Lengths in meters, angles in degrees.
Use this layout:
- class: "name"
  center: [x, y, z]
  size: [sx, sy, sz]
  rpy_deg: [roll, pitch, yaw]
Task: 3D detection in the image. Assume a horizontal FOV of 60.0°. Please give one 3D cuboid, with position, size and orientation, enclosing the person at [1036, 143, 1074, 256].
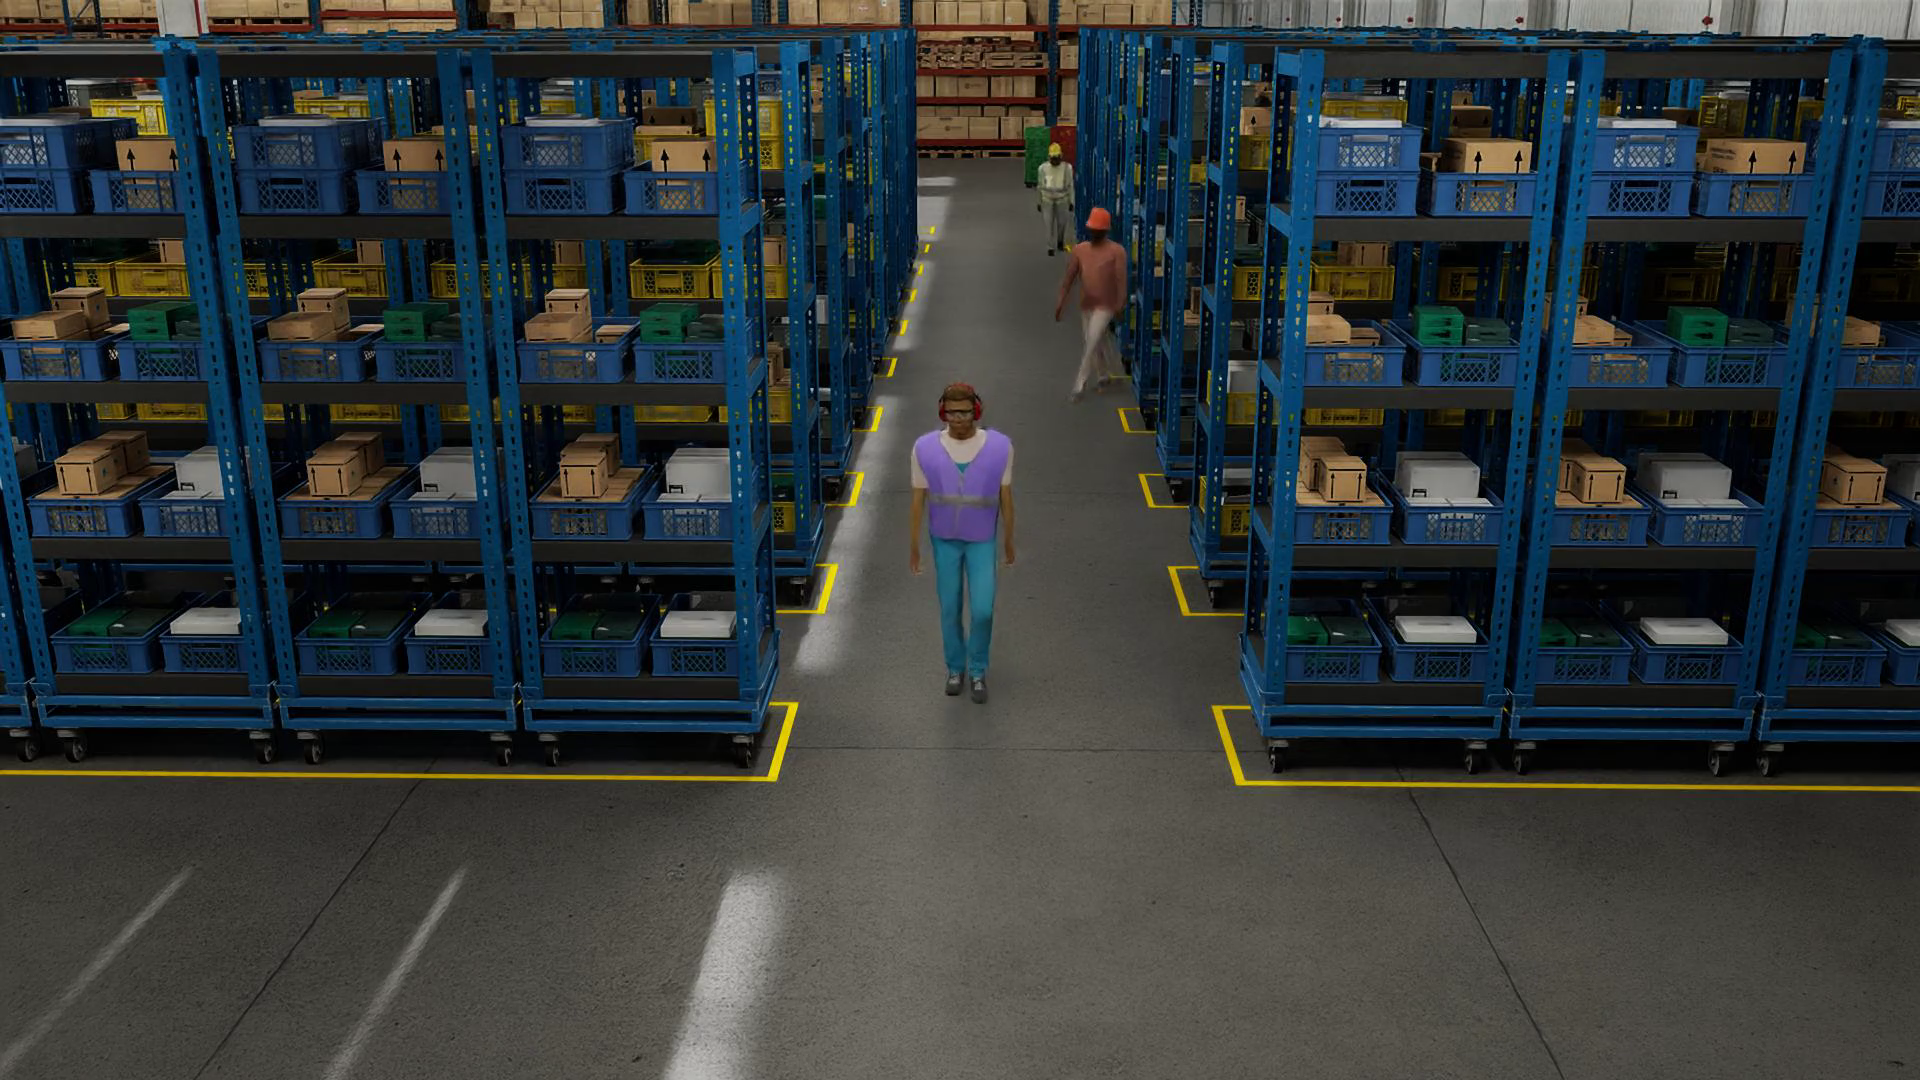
- class: "person"
  center: [1.534, -5.525, 26.991]
  size: [0.618, 1.815, 0.438]
  rpy_deg: [1, 17, 5]

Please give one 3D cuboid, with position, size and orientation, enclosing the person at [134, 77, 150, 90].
- class: "person"
  center: [-26.647, -14.151, 54.346]
  size: [0.601, 1.905, 0.456]
  rpy_deg: [-6, 18, -18]

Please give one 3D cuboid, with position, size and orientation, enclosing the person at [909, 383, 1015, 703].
- class: "person"
  center: [0.006, 0.030, 9.275]
  size: [0.594, 1.823, 0.593]
  rpy_deg: [1, 17, 4]

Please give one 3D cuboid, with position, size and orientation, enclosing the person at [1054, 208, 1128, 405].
- class: "person"
  center: [1.375, -2.369, 16.727]
  size: [0.740, 1.942, 0.836]
  rpy_deg: [15, 23, 40]
